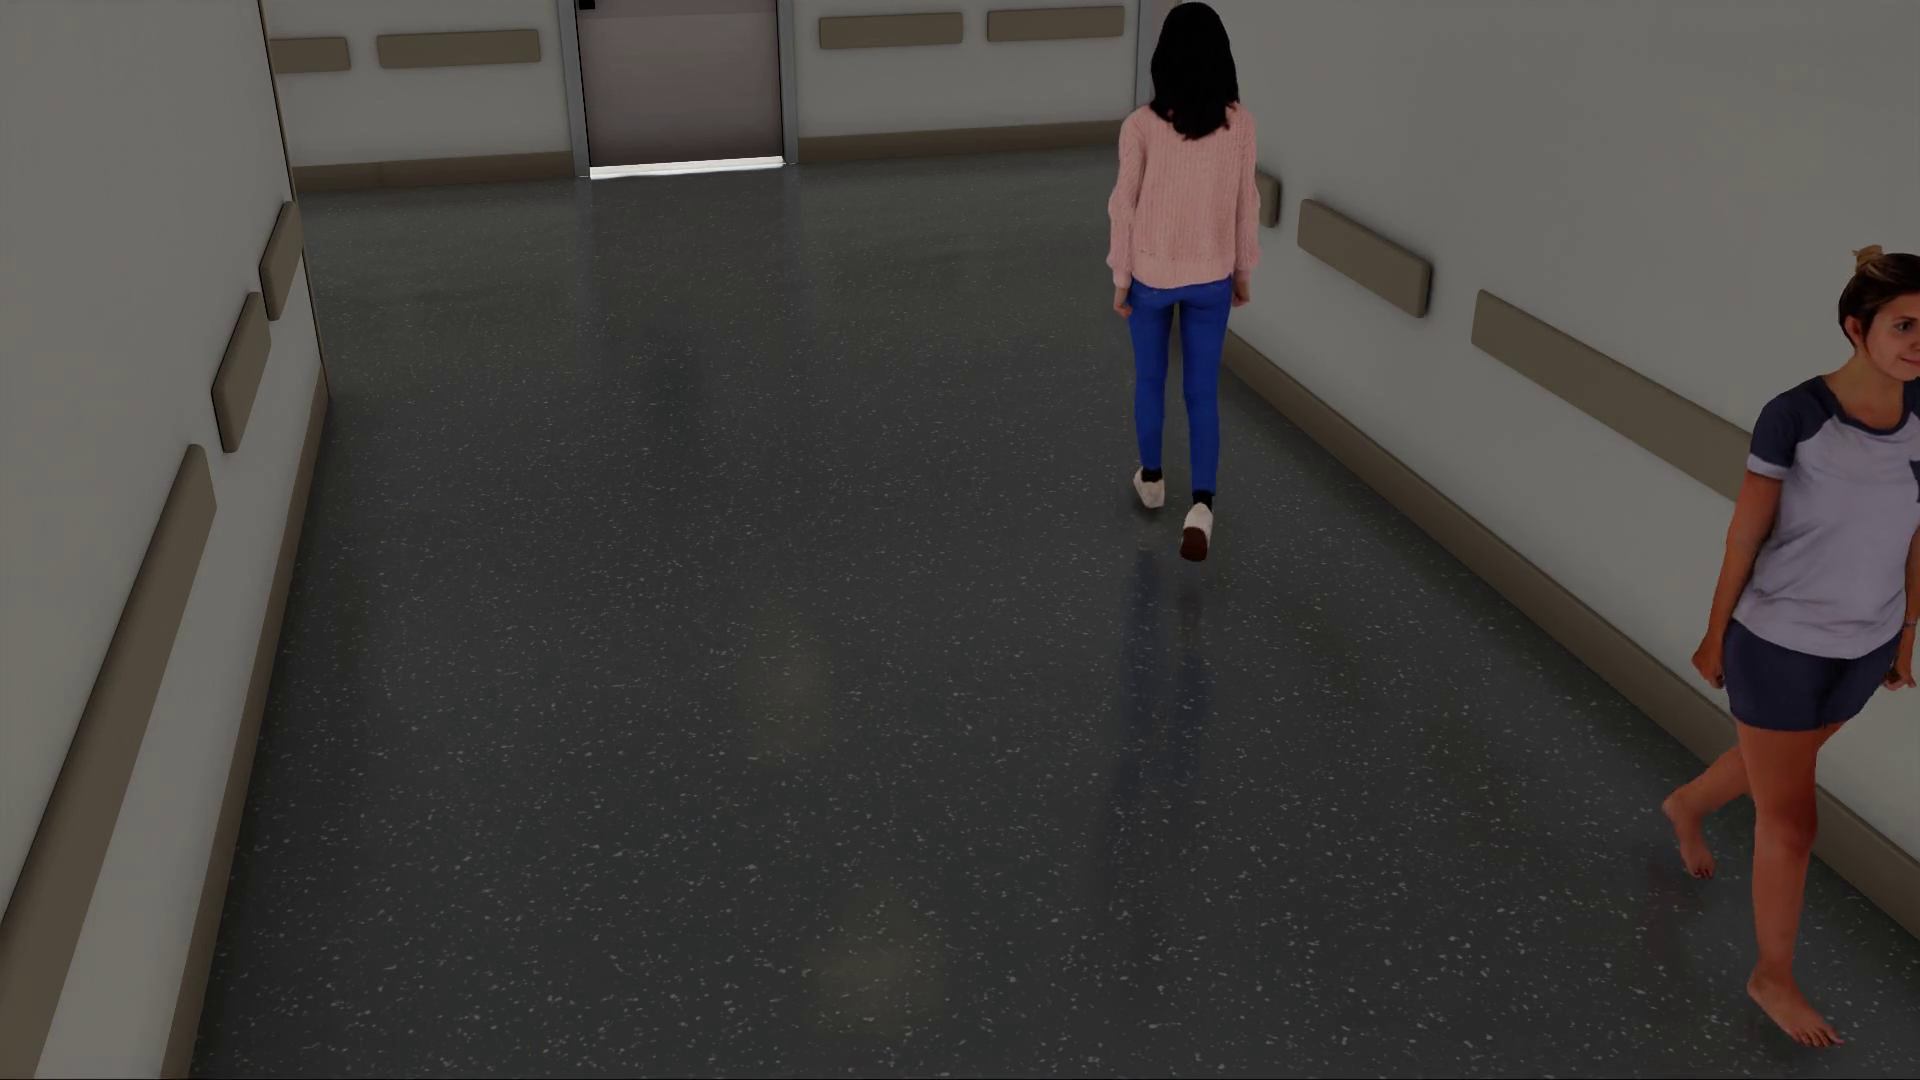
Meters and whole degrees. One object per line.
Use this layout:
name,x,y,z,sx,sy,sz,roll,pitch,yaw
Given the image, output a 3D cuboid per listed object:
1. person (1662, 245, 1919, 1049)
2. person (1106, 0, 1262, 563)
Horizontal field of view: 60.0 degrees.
person,1.749,0.181,3.512,0.948,1.587,0.668,-5,26,-10
person,0.716,-0.780,5.328,1.140,1.741,0.922,0,26,1
